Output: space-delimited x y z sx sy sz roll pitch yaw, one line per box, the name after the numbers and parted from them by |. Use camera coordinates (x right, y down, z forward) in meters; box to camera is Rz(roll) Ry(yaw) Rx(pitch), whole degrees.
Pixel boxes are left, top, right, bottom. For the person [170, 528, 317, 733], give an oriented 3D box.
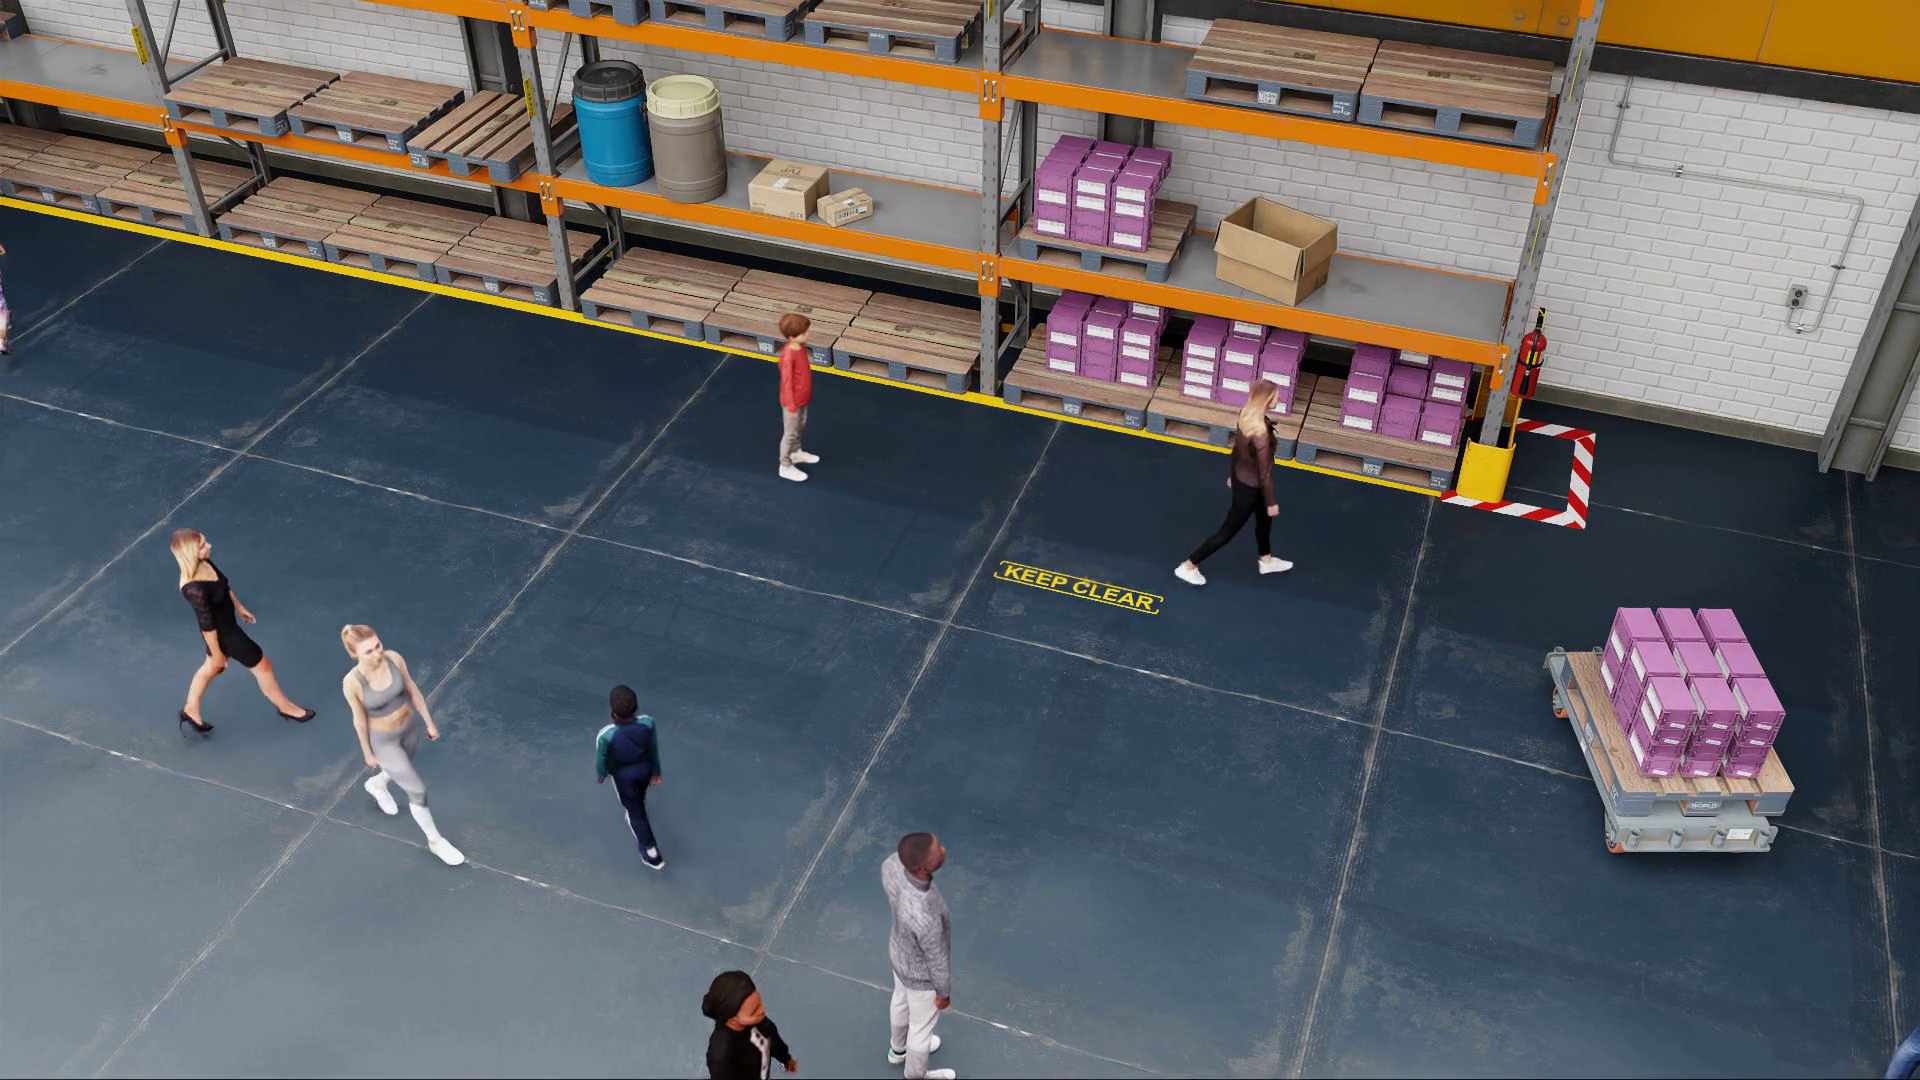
-4.656 0.603 10.314 1.076 1.638 0.983 -14 41 -17 | person

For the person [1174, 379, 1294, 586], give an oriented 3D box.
1.908 -0.340 11.472 1.192 1.667 0.900 -2 39 -2 | person

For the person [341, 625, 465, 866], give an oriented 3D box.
-3.334 1.113 9.652 1.152 1.667 0.758 22 44 25 | person

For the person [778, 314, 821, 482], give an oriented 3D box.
-1.266 -1.100 12.627 0.512 1.412 0.527 11 40 13 | person

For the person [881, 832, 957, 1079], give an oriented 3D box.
-0.229 2.095 8.288 0.788 1.836 0.719 -18 42 -21 | person

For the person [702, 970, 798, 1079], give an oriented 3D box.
-1.099 2.575 7.840 1.022 1.645 0.720 6 39 7 | person

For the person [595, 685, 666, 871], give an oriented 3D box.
-1.896 1.382 9.663 0.821 1.234 0.956 -23 44 -26 | person
